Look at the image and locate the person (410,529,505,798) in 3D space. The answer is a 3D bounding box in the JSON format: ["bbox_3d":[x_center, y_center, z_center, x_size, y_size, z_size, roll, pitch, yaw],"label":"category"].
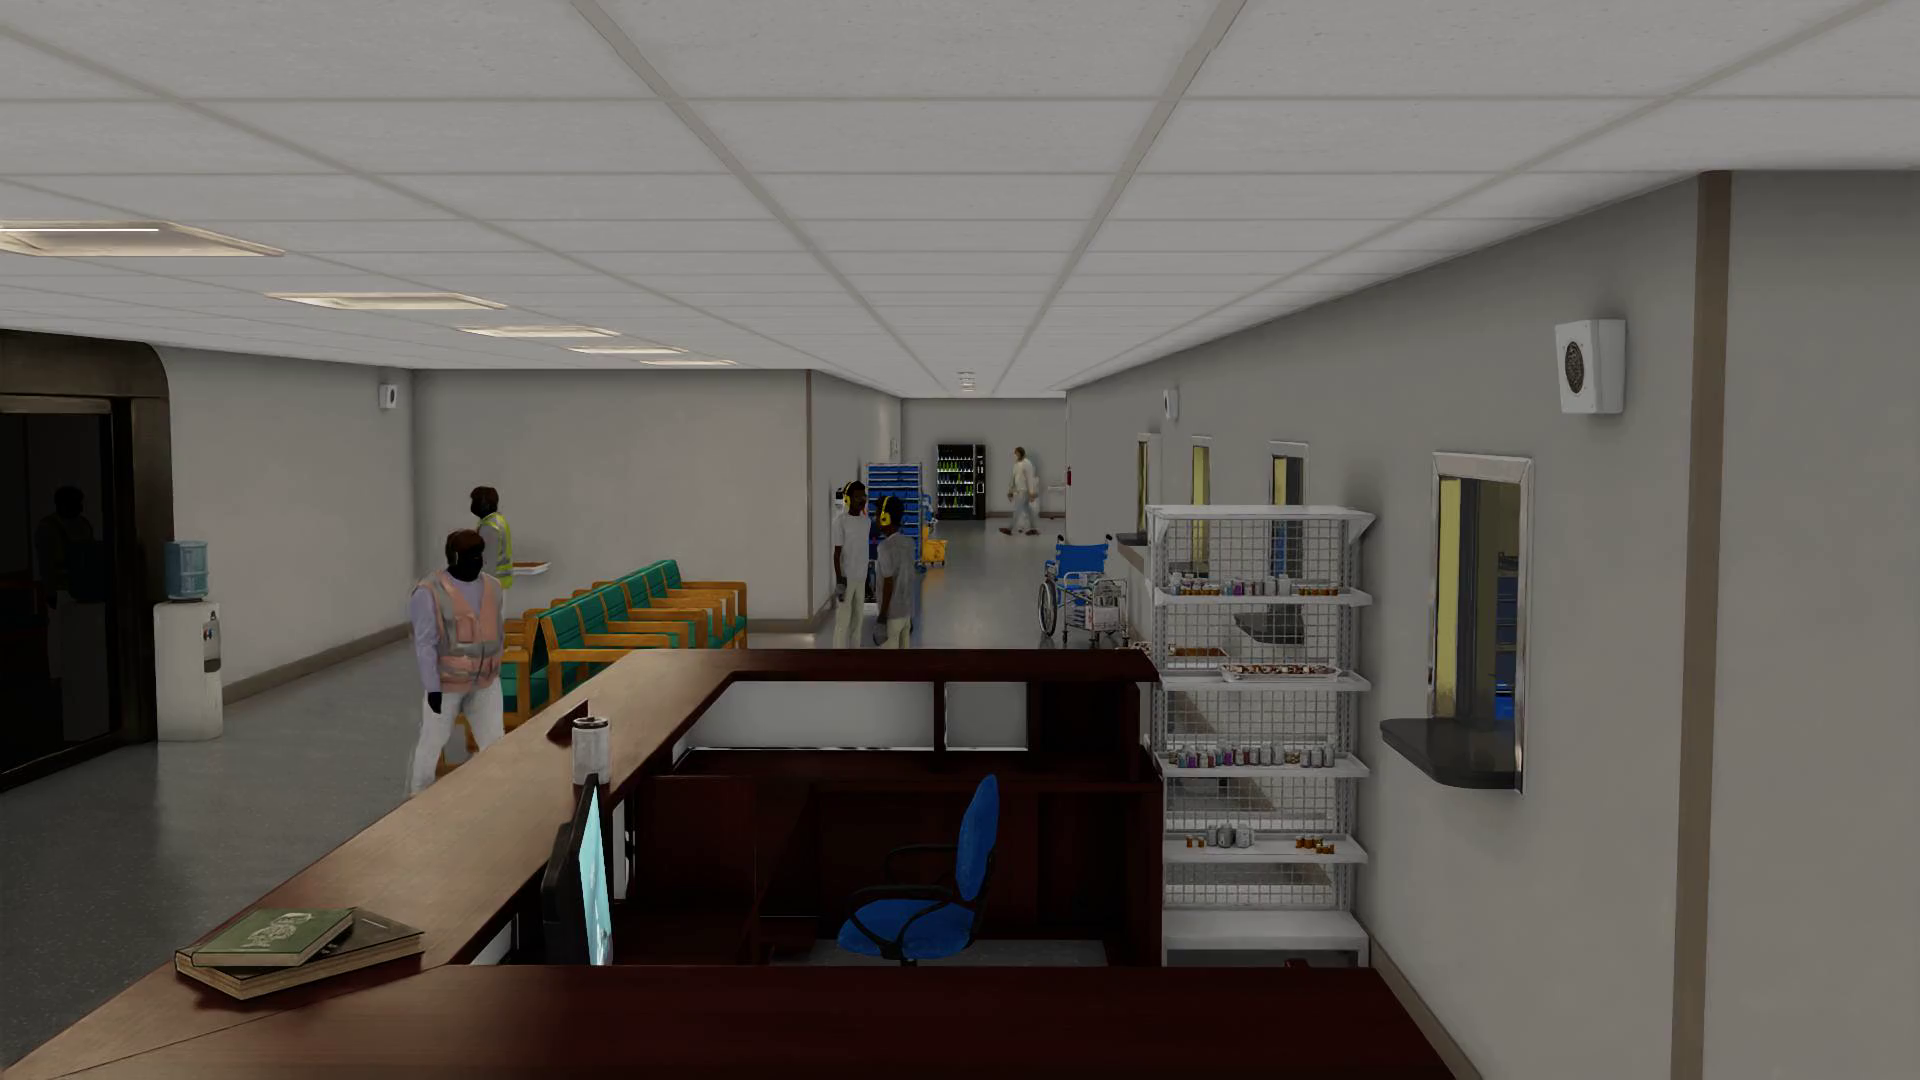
[{"bbox_3d":[-2.970,0.824,9.906,0.986,1.794,0.635,4,5,41],"label":"person"}]

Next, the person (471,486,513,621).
[{"bbox_3d":[-4.283,0.425,15.108,0.429,1.840,0.636,-1,4,-8],"label":"person"}]

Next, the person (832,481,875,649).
[{"bbox_3d":[-0.979,0.382,15.483,0.335,1.873,0.521,3,5,37],"label":"person"}]

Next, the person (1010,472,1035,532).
[{"bbox_3d":[1.364,-0.972,36.440,0.545,1.588,0.888,1,4,14],"label":"person"}]

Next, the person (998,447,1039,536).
[{"bbox_3d":[1.251,-1.027,35.130,1.010,1.884,0.652,-2,4,-23],"label":"person"}]

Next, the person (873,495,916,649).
[{"bbox_3d":[-0.502,0.595,12.562,0.311,1.864,0.533,2,4,24],"label":"person"}]
